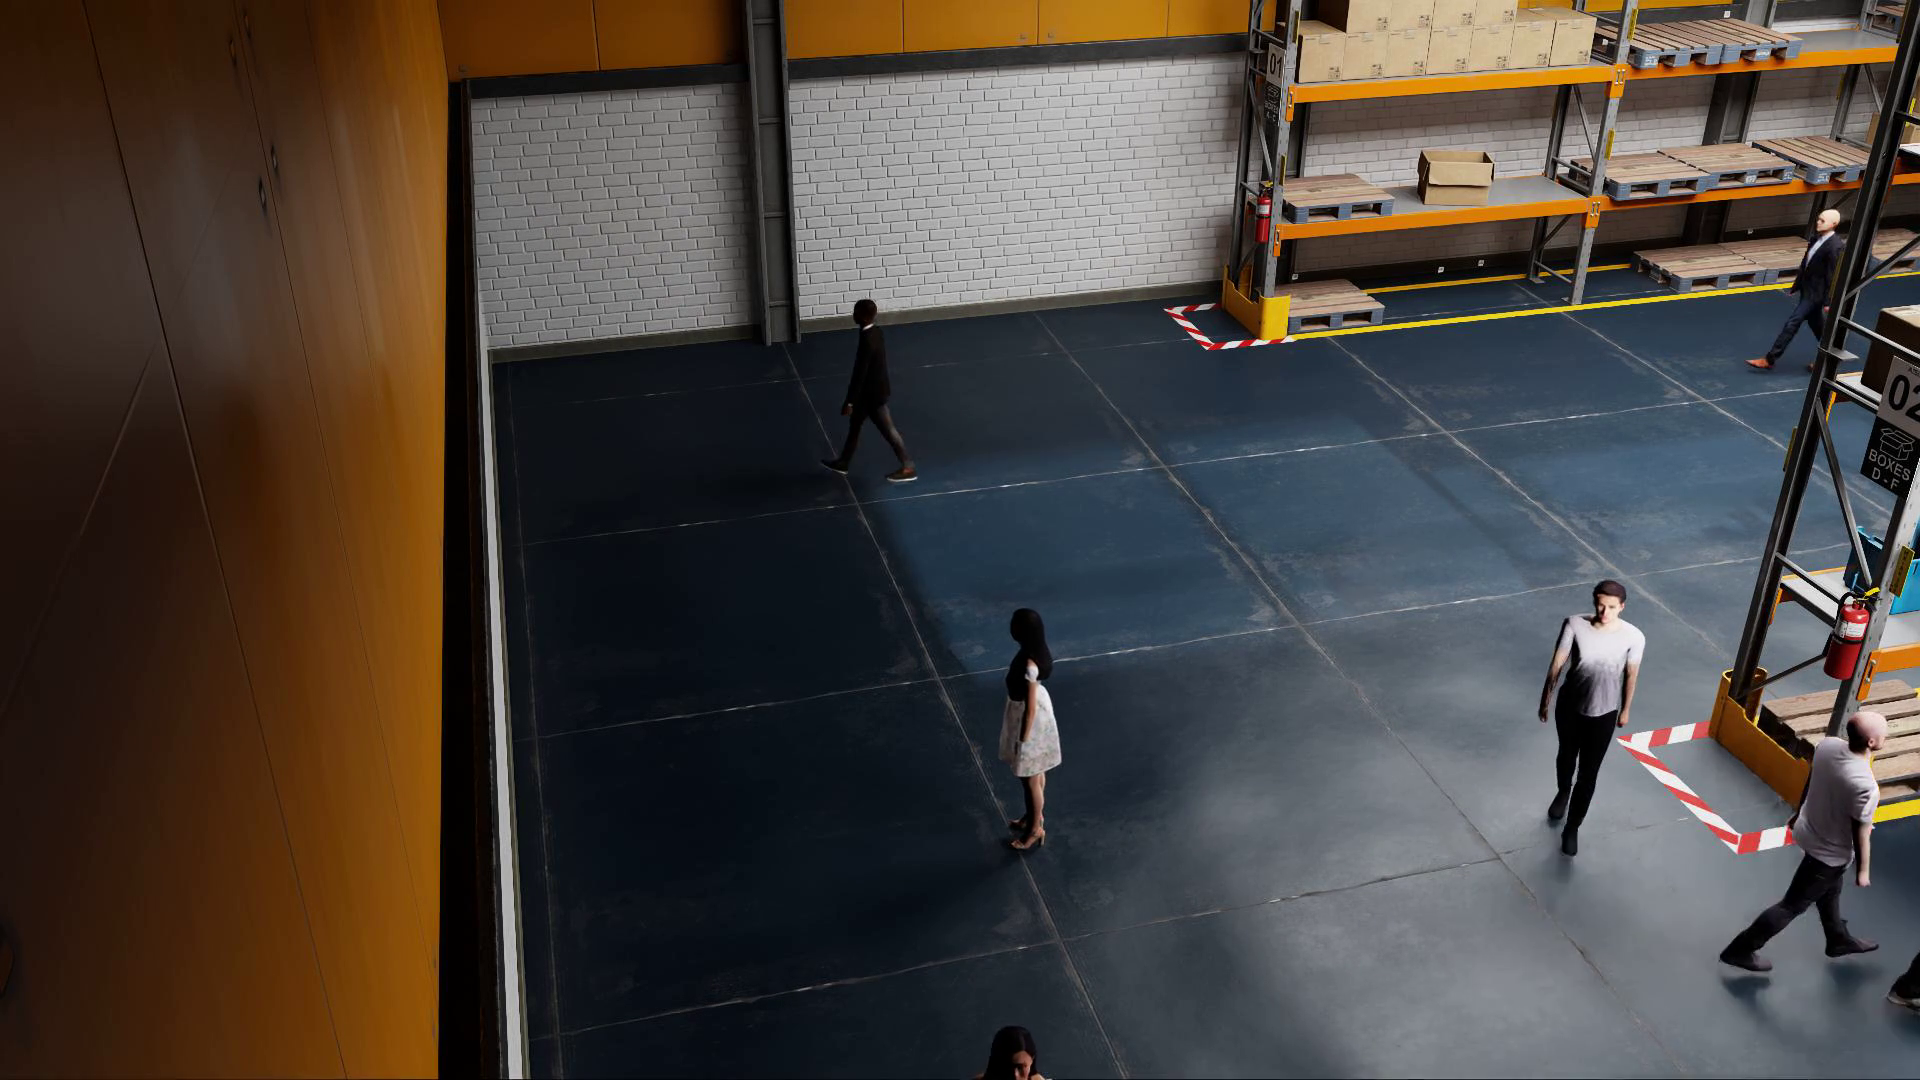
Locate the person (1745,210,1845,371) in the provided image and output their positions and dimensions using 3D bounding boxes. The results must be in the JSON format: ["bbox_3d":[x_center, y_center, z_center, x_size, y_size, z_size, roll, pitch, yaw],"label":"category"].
[{"bbox_3d":[9.079,-2.595,17.528,1.300,1.765,0.969,1,29,2],"label":"person"}]

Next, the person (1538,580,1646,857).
[{"bbox_3d":[4.078,1.041,10.783,1.025,1.841,1.082,16,32,26],"label":"person"}]

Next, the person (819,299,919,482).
[{"bbox_3d":[-0.697,-1.305,15.177,1.231,1.751,0.877,0,29,0],"label":"person"}]

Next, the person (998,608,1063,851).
[{"bbox_3d":[0.436,1.198,10.566,0.776,1.773,0.755,4,29,8],"label":"person"}]

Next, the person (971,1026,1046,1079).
[{"bbox_3d":[0.191,2.845,7.594,1.185,1.727,0.929,1,29,2],"label":"person"}]

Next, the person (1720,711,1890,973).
[{"bbox_3d":[4.851,1.764,9.513,1.289,1.787,0.937,1,29,2],"label":"person"}]
